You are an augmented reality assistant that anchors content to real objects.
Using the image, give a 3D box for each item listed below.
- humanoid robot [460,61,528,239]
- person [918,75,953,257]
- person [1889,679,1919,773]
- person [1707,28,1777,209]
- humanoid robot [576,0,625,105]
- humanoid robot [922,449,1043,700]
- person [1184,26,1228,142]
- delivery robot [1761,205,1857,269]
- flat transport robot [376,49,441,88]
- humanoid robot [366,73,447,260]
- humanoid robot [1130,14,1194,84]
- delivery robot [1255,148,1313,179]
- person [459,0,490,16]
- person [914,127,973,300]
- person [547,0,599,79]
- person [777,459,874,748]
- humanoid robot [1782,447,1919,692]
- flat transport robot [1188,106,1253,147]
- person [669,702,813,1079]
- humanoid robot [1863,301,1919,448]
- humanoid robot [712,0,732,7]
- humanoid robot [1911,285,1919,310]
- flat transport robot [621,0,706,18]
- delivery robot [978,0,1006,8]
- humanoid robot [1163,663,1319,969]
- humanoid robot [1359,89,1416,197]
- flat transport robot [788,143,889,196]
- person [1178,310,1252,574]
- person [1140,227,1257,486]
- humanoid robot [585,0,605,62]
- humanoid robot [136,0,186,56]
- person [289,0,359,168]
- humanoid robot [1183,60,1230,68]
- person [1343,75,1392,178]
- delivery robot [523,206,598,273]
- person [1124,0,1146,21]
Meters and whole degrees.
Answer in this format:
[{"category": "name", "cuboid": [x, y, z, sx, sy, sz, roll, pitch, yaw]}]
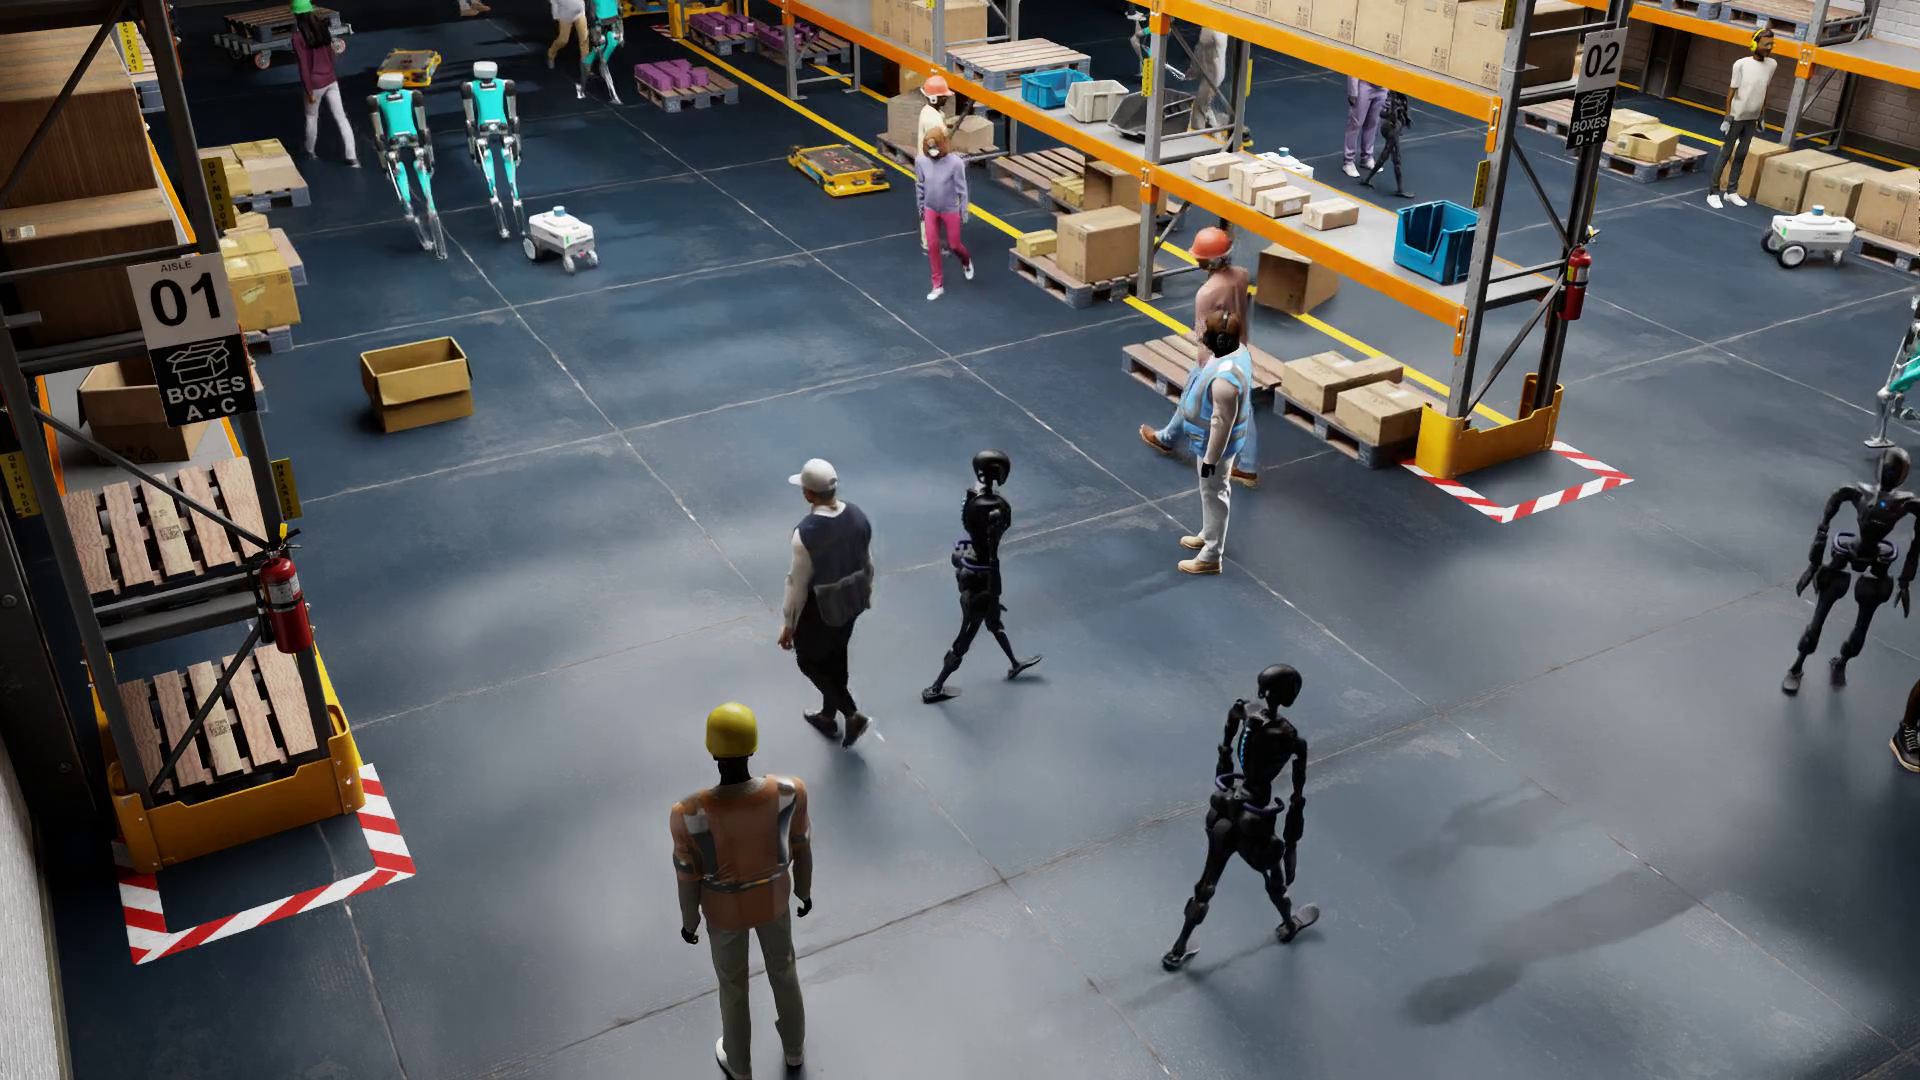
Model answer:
[{"category": "humanoid robot", "cuboid": [-4.595, -3.793, 16.553, 0.538, 1.819, 0.678, -9, 31, -16]}, {"category": "person", "cuboid": [-0.240, -3.678, 16.320, 0.340, 1.751, 0.561, -1, 30, -1]}, {"category": "person", "cuboid": [5.551, 0.409, 9.003, 0.604, 1.959, 0.367, -3, 30, -5]}, {"category": "person", "cuboid": [8.275, -4.439, 17.527, 0.509, 1.876, 0.329, -8, 31, -13]}, {"category": "humanoid robot", "cuboid": [-4.680, -6.419, 21.154, 0.898, 1.812, 0.560, 22, 36, 33]}, {"category": "humanoid robot", "cuboid": [0.150, 0.203, 9.680, 0.778, 1.621, 0.587, -6, 30, -11]}, {"category": "person", "cuboid": [2.829, -5.295, 19.025, 0.592, 1.862, 0.656, -4, 30, -7]}, {"category": "delivery robot", "cuboid": [8.328, -2.976, 16.296, 0.749, 0.587, 0.522, 2, 30, 3]}, {"category": "flat transport robot", "cuboid": [-7.464, -6.389, 22.532, 0.659, 0.231, 1.431, -4, 30, -7]}, {"category": "humanoid robot", "cuboid": [-5.374, -3.553, 16.234, 0.555, 1.871, 0.766, -10, 31, -17]}, {"category": "humanoid robot", "cuboid": [2.589, -6.791, 21.765, 1.033, 1.739, 0.544, 7, 31, 12]}, {"category": "delivery robot", "cuboid": [3.464, -3.937, 17.976, 0.499, 0.595, 0.792, -17, 34, -27]}, {"category": "person", "cuboid": [-7.508, -8.965, 25.453, 0.603, 1.823, 0.657, -6, 30, -10]}, {"category": "person", "cuboid": [-0.132, -3.064, 15.390, 0.537, 1.607, 0.593, 12, 32, 20]}, {"category": "person", "cuboid": [-5.279, -7.108, 22.351, 0.840, 1.699, 0.579, 25, 38, 37]}, {"category": "person", "cuboid": [-0.727, 0.371, 9.295, 0.583, 1.729, 0.763, 24, 38, 36]}, {"category": "humanoid robot", "cuboid": [5.262, 0.174, 9.720, 0.599, 1.662, 0.441, 13, 32, 22]}, {"category": "flat transport robot", "cuboid": [2.939, -5.005, 20.123, 0.659, 0.231, 1.431, -9, 31, -15]}, {"category": "person", "cuboid": [-0.918, 1.519, 7.102, 0.591, 1.924, 0.382, -11, 32, -19]}, {"category": "humanoid robot", "cuboid": [7.162, -1.418, 12.408, 1.028, 1.724, 0.548, -8, 31, -14]}, {"category": "humanoid robot", "cuboid": [-3.662, -8.845, 25.392, 0.793, 1.826, 0.532, -11, 32, -19]}, {"category": "humanoid robot", "cuboid": [8.899, -2.770, 14.809, 0.543, 1.832, 0.854, 6, 30, 10]}, {"category": "flat transport robot", "cuboid": [-4.744, -8.369, 25.978, 1.431, 0.231, 0.659, -12, 32, -19]}, {"category": "delivery robot", "cuboid": [0.540, -8.720, 26.293, 0.775, 0.585, 0.499, -8, 31, -14]}, {"category": "humanoid robot", "cuboid": [1.369, 1.298, 7.800, 0.824, 1.601, 0.589, -19, 35, -29]}, {"category": "humanoid robot", "cuboid": [4.729, -4.564, 17.978, 0.670, 1.638, 0.605, 16, 33, 25]}, {"category": "flat transport robot", "cuboid": [-1.375, -4.173, 18.674, 0.659, 0.231, 1.431, -13, 32, -22]}, {"category": "person", "cuboid": [1.671, -0.646, 10.957, 0.429, 1.844, 0.625, 6, 30, 10]}, {"category": "person", "cuboid": [1.821, -1.371, 12.128, 0.633, 1.918, 1.061, -25, 38, -36]}, {"category": "humanoid robot", "cuboid": [-5.152, -7.504, 23.061, 0.487, 1.637, 0.608, 20, 36, 31]}, {"category": "humanoid robot", "cuboid": [-10.393, -6.660, 21.592, 0.352, 1.639, 0.613, 21, 36, 32]}, {"category": "person", "cuboid": [-7.277, -5.204, 18.841, 1.031, 1.889, 0.505, 24, 38, 35]}, {"category": "humanoid robot", "cuboid": [3.425, -7.280, 22.679, 0.637, 1.637, 0.588, 11, 32, 18]}, {"category": "person", "cuboid": [4.576, -5.023, 18.511, 0.640, 1.908, 0.414, -18, 34, -28]}, {"category": "delivery robot", "cuboid": [-3.892, -2.971, 16.280, 0.499, 0.580, 0.756, -26, 39, -38]}, {"category": "person", "cuboid": [2.694, -8.869, 25.264, 0.344, 1.848, 0.515, 1, 30, 1]}]
